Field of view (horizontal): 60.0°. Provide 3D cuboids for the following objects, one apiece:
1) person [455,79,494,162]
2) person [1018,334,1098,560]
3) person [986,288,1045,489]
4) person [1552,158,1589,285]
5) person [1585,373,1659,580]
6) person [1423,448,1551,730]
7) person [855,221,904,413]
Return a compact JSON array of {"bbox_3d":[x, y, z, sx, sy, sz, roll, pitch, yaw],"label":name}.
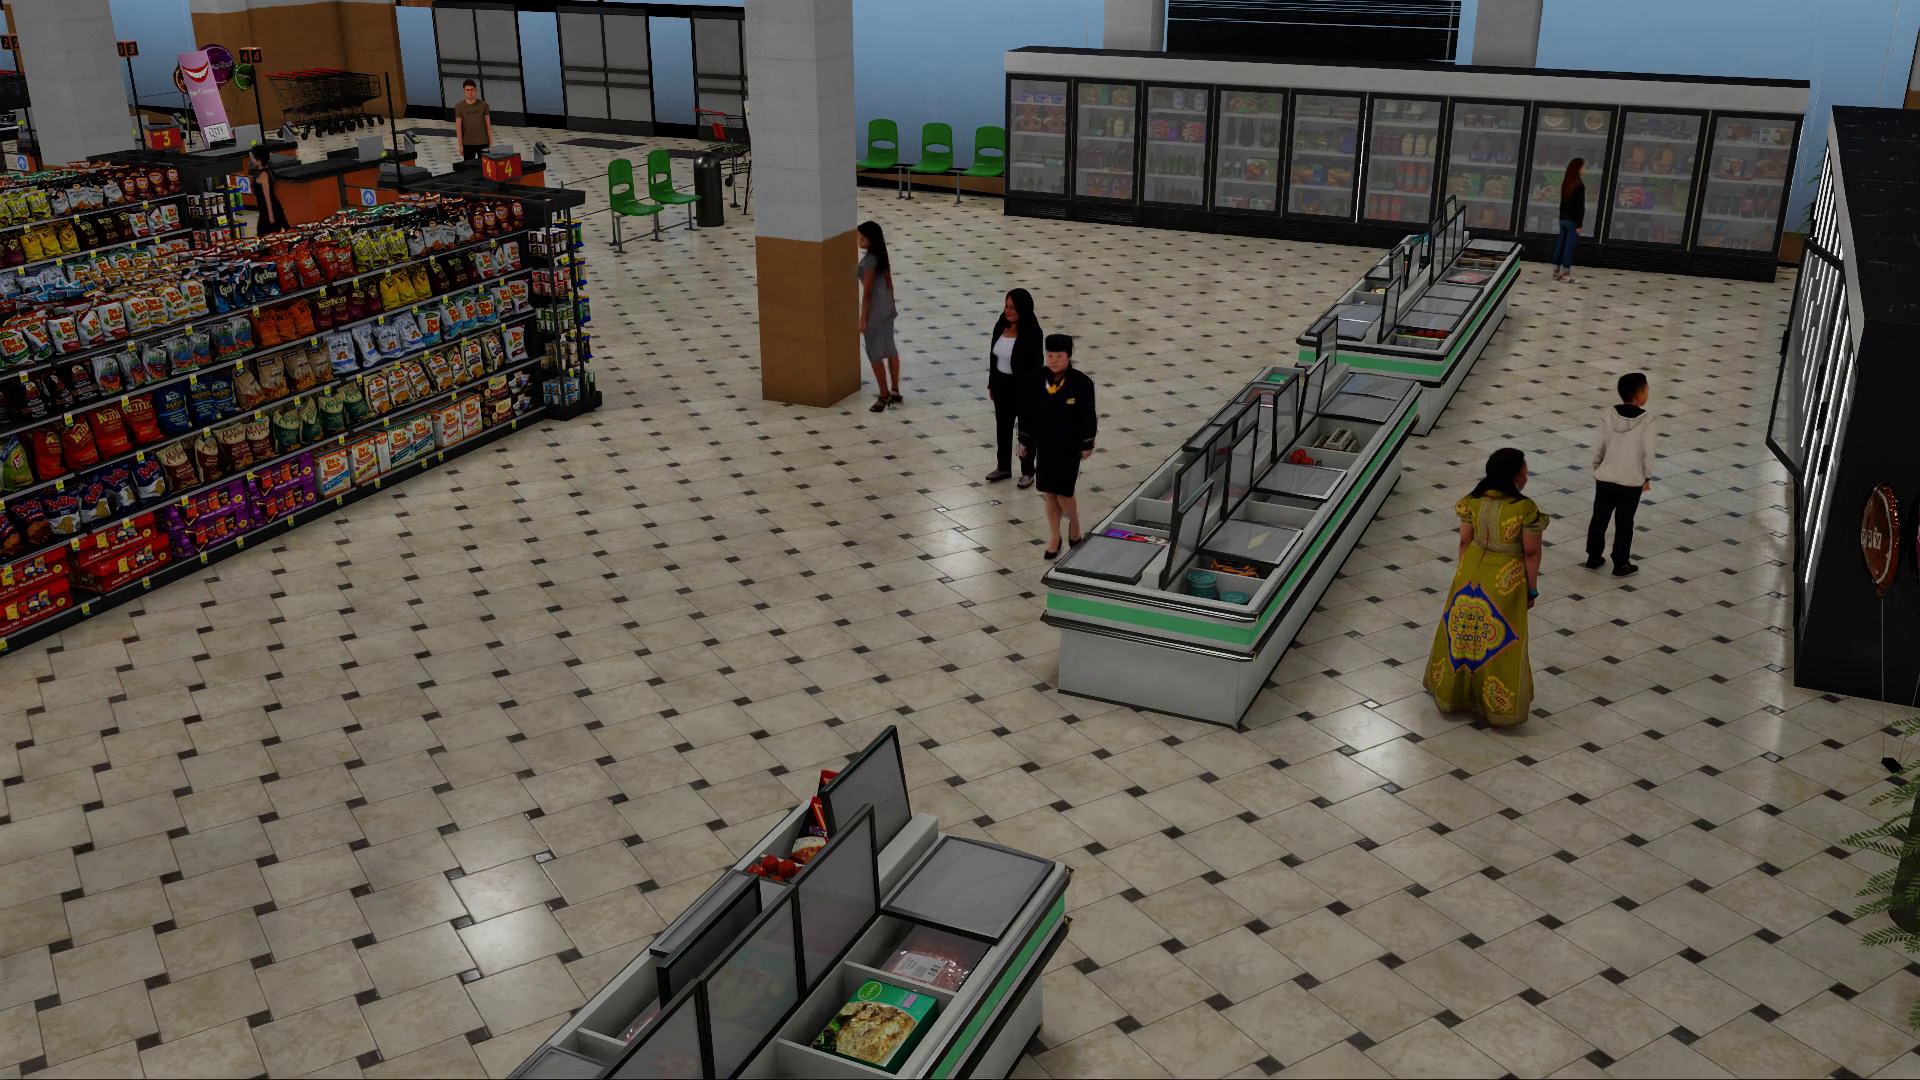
[{"bbox_3d":[-7.106,-5.814,24.411,0.729,1.851,0.804,-9,24,-22],"label":"person"},{"bbox_3d":[0.729,-0.681,11.885,0.705,1.665,0.654,11,24,26],"label":"person"},{"bbox_3d":[0.453,-1.227,13.309,0.667,1.617,0.654,14,26,30],"label":"person"},{"bbox_3d":[7.345,-3.847,20.010,0.699,1.483,0.618,-5,22,-12],"label":"person"},{"bbox_3d":[4.603,-0.451,11.600,0.629,1.452,0.642,-19,29,-39],"label":"person"},{"bbox_3d":[3.058,0.266,9.540,0.932,1.657,0.881,17,28,36],"label":"person"},{"bbox_3d":[-0.679,-2.061,15.195,0.780,1.758,0.475,15,26,33],"label":"person"}]
